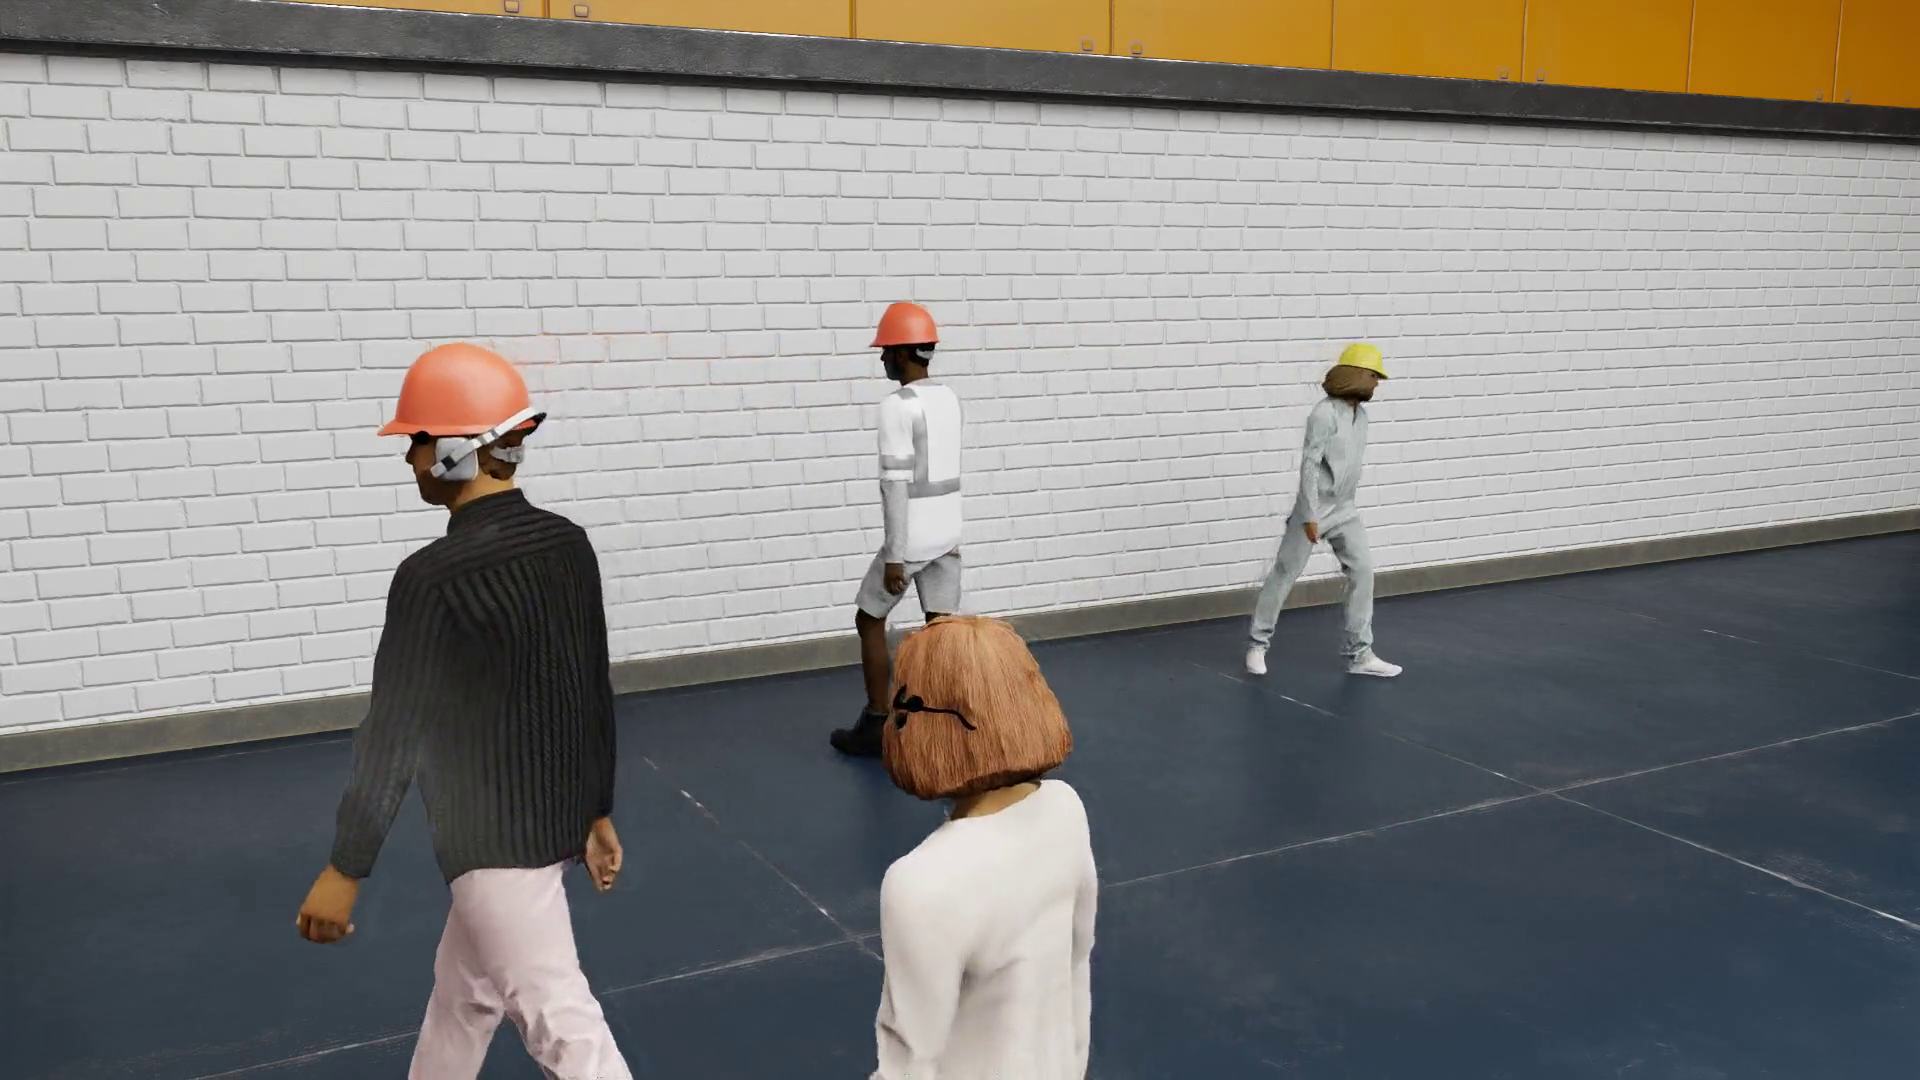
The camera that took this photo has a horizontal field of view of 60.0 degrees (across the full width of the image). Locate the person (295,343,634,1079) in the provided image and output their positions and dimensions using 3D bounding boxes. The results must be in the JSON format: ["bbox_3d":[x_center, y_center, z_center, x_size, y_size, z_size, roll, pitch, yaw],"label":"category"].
[{"bbox_3d":[-0.990,0.581,3.372,1.043,1.936,0.629,2,10,11],"label":"person"}]

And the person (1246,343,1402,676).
[{"bbox_3d":[1.788,-0.145,8.325,0.555,1.684,0.715,-8,13,-40],"label":"person"}]

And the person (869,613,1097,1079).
[{"bbox_3d":[0.087,0.911,2.426,0.472,1.621,0.506,5,11,28],"label":"person"}]

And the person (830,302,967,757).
[{"bbox_3d":[-0.270,-0.020,6.911,0.750,1.912,0.579,7,12,34],"label":"person"}]
